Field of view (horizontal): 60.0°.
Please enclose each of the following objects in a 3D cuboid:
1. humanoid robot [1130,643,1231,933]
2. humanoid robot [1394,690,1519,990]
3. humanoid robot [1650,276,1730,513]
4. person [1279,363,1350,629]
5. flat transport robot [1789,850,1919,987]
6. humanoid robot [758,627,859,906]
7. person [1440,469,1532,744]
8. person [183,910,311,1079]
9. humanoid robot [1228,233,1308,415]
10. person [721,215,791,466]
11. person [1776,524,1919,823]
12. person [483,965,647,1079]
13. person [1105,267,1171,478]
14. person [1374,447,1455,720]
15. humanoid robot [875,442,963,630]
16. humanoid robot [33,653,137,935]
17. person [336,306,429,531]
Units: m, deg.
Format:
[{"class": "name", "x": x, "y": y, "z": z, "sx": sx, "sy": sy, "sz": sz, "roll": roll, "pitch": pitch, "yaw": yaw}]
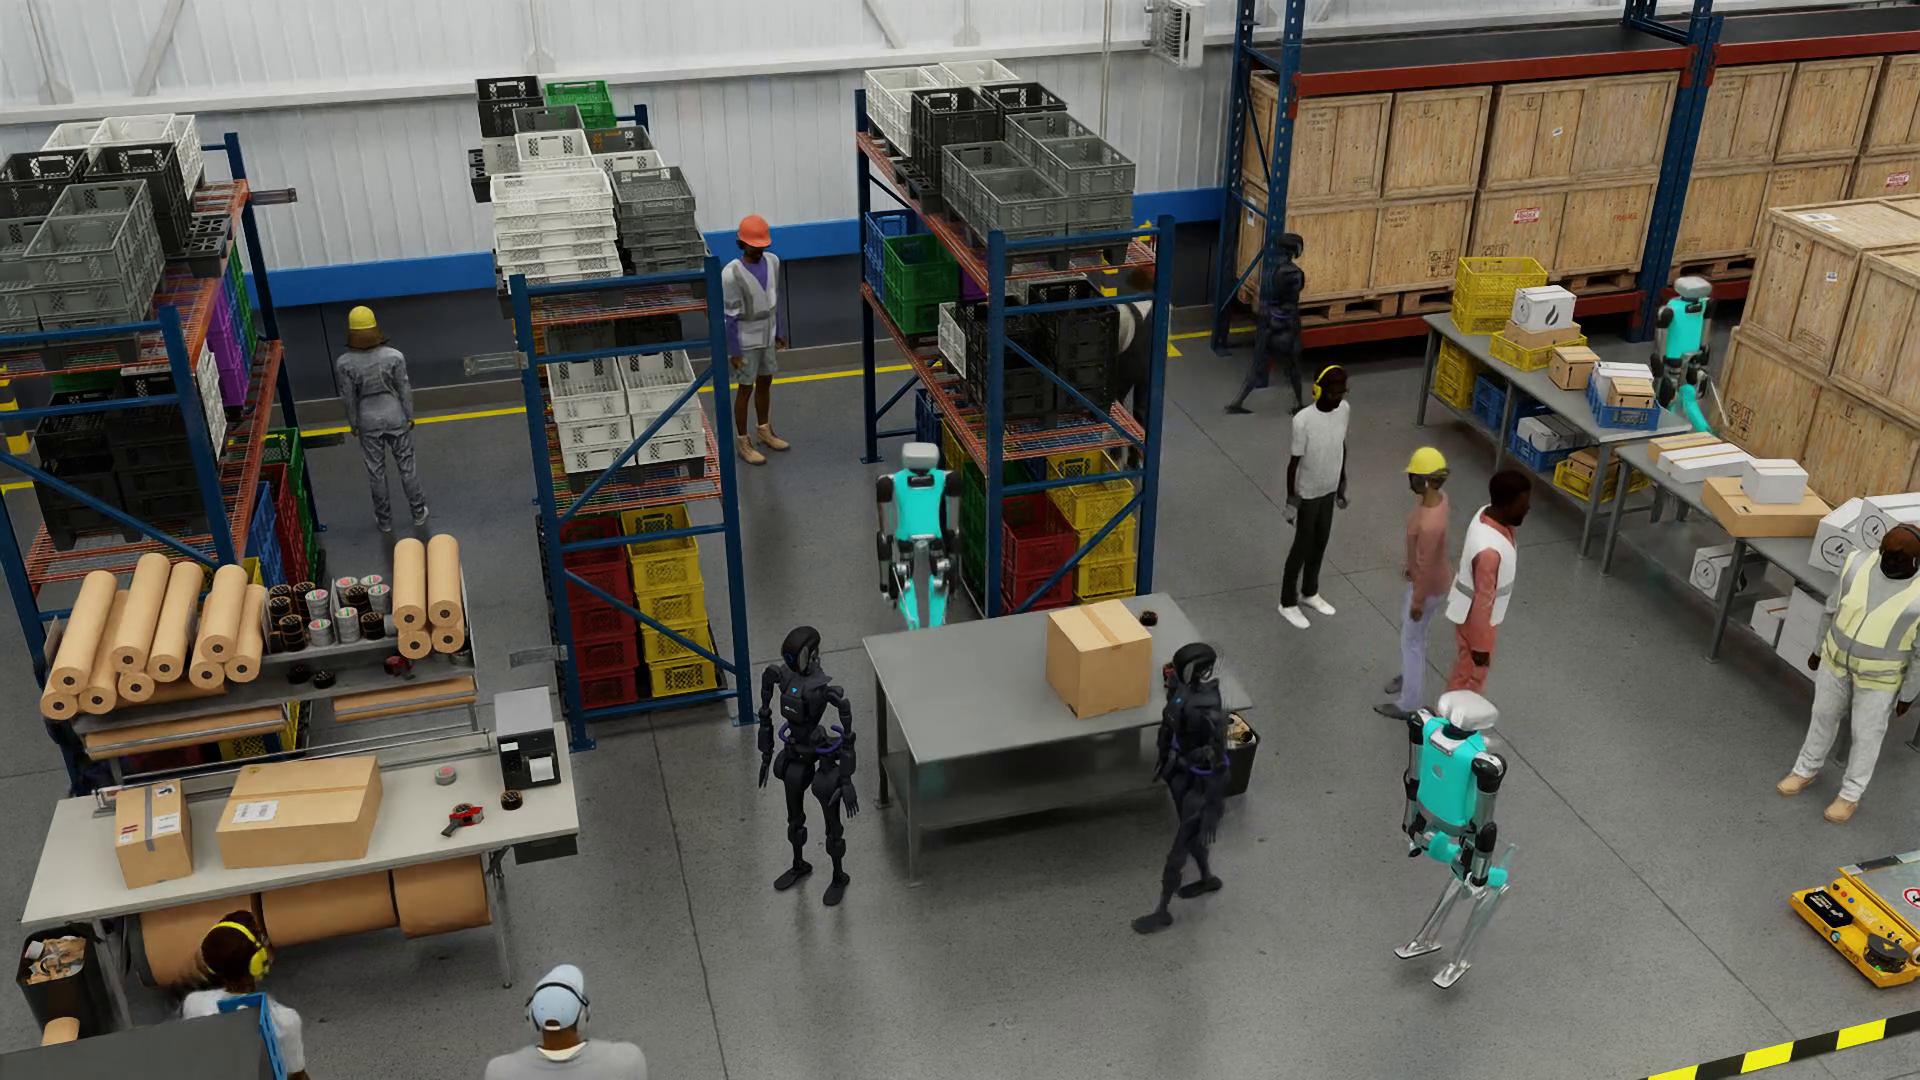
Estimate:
[{"class": "humanoid robot", "x": 1.136, "y": 1.229, "z": 8.475, "sx": 0.642, "sy": 1.636, "sz": 0.616, "roll": -11, "pitch": 31, "yaw": -19}, {"class": "humanoid robot", "x": 2.464, "y": 1.419, "z": 7.993, "sx": 0.735, "sy": 1.744, "sz": 0.538, "roll": -17, "pitch": 33, "yaw": -27}, {"class": "humanoid robot", "x": 5.540, "y": -0.997, "z": 12.571, "sx": 0.543, "sy": 1.895, "sz": 0.763, "roll": -12, "pitch": 31, "yaw": -21}, {"class": "person", "x": 2.386, "y": -0.301, "z": 11.062, "sx": 0.516, "sy": 1.861, "sz": 0.352, "roll": -18, "pitch": 34, "yaw": -30}, {"class": "flat transport robot", "x": 5.163, "y": 1.916, "z": 8.676, "sx": 1.431, "sy": 0.231, "sz": 0.659, "roll": -8, "pitch": 30, "yaw": -14}, {"class": "humanoid robot", "x": -0.769, "y": 1.161, "z": 8.576, "sx": 0.599, "sy": 1.653, "sz": 0.315, "roll": 14, "pitch": 32, "yaw": 24}, {"class": "person", "x": 3.001, "y": 0.451, "z": 9.632, "sx": 0.373, "sy": 1.915, "sz": 0.596, "roll": 8, "pitch": 30, "yaw": 14}, {"class": "person", "x": -2.665, "y": 2.211, "z": 6.497, "sx": 0.542, "sy": 1.847, "sz": 0.533, "roll": 6, "pitch": 29, "yaw": 11}, {"class": "humanoid robot", "x": 2.701, "y": -1.810, "z": 14.055, "sx": 0.789, "sy": 1.644, "sz": 0.602, "roll": -5, "pitch": 29, "yaw": -8}, {"class": "person", "x": -1.606, "y": -1.604, "z": 13.245, "sx": 0.390, "sy": 2.039, "sz": 0.607, "roll": 20, "pitch": 34, "yaw": 32}, {"class": "person", "x": 5.020, "y": 0.722, "z": 9.231, "sx": 0.429, "sy": 1.834, "sz": 0.631, "roll": -17, "pitch": 33, "yaw": -28}, {"class": "person", "x": -1.422, "y": 2.343, "z": 6.254, "sx": 0.589, "sy": 1.852, "sz": 0.399, "roll": -4, "pitch": 29, "yaw": -8}, {"class": "person", "x": 1.350, "y": -1.326, "z": 12.952, "sx": 0.507, "sy": 1.826, "sz": 0.421, "roll": -5, "pitch": 29, "yaw": -9}, {"class": "person", "x": 2.808, "y": 0.264, "z": 10.150, "sx": 0.379, "sy": 1.737, "sz": 0.542, "roll": 10, "pitch": 30, "yaw": 17}, {"class": "humanoid robot", "x": -0.197, "y": 0.339, "z": 10.075, "sx": 0.541, "sy": 1.746, "sz": 1.048, "roll": -6, "pitch": 29, "yaw": -11}, {"class": "humanoid robot", "x": -4.386, "y": 1.245, "z": 8.477, "sx": 0.764, "sy": 1.627, "sz": 0.587, "roll": -26, "pitch": 38, "yaw": -38}, {"class": "person", "x": -4.261, "y": -0.889, "z": 12.251, "sx": 0.484, "sy": 1.740, "sz": 0.303, "roll": -10, "pitch": 30, "yaw": -18}]
